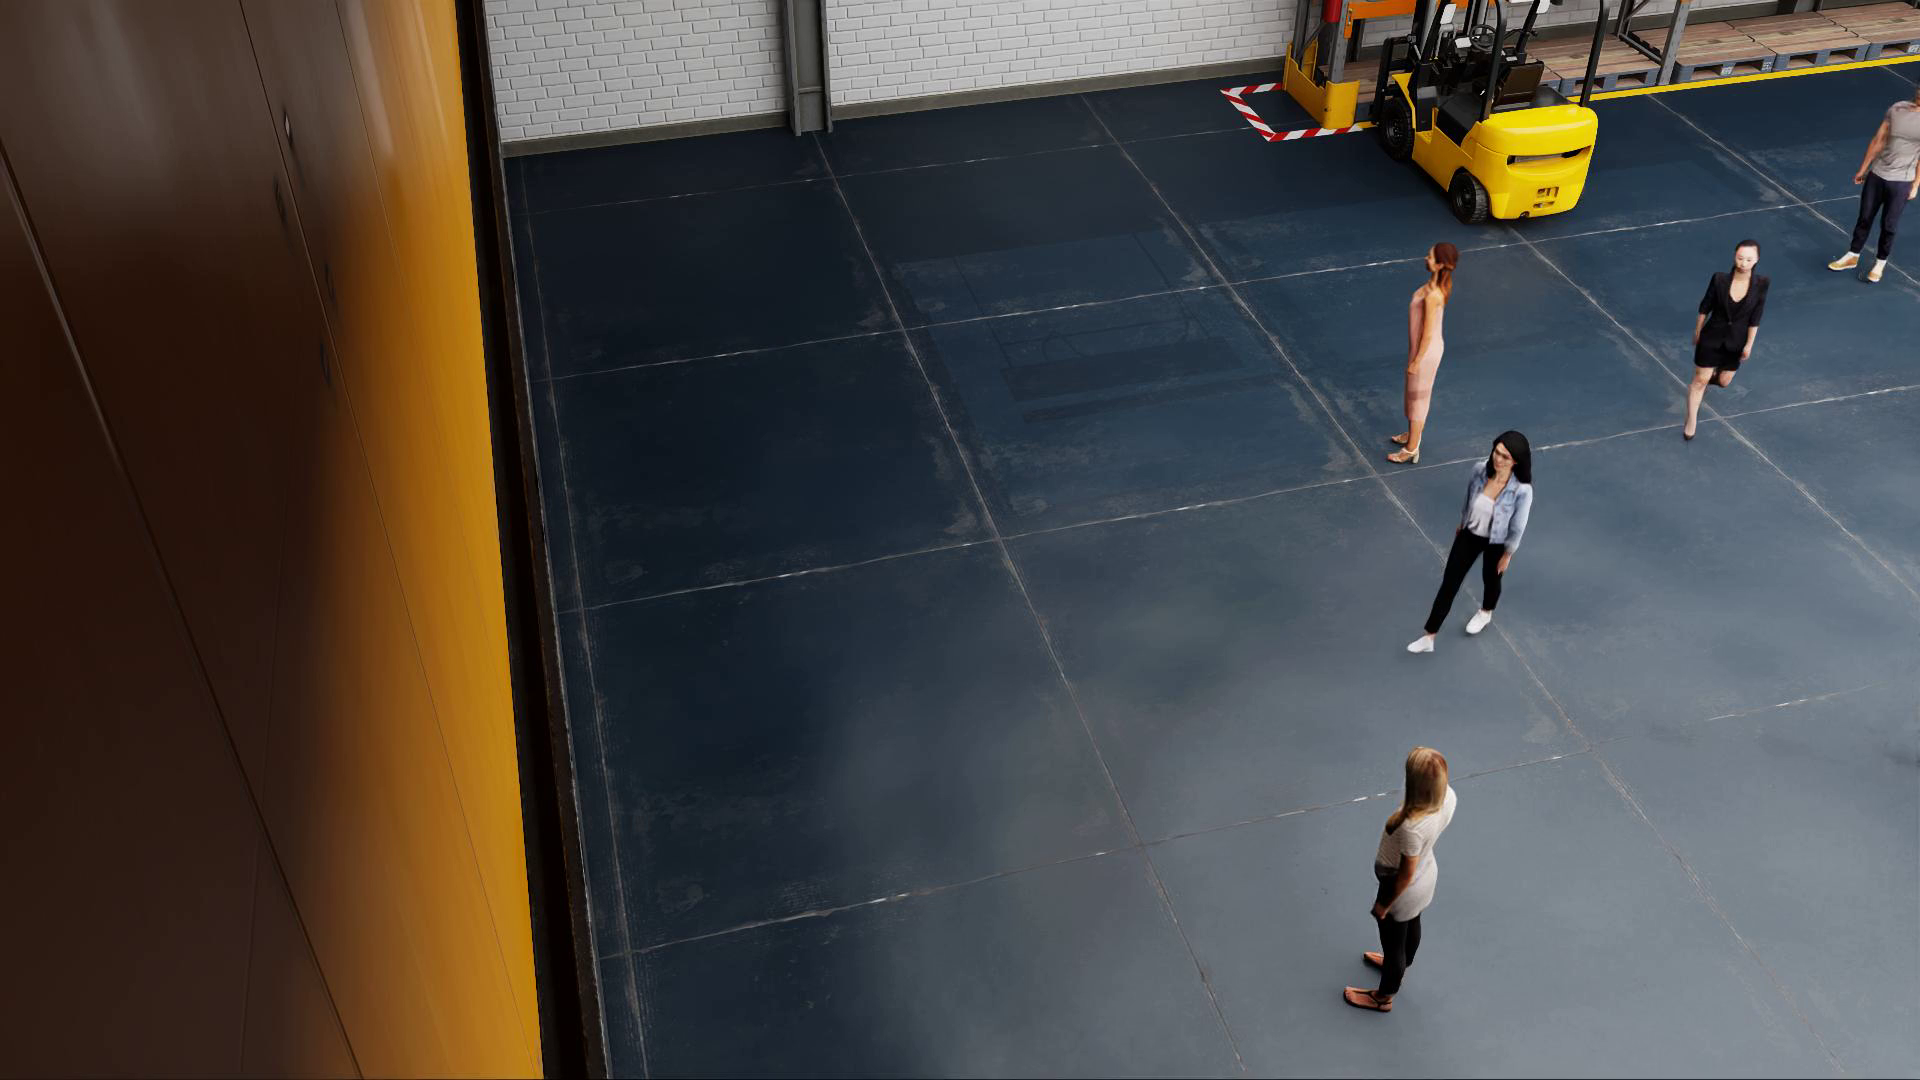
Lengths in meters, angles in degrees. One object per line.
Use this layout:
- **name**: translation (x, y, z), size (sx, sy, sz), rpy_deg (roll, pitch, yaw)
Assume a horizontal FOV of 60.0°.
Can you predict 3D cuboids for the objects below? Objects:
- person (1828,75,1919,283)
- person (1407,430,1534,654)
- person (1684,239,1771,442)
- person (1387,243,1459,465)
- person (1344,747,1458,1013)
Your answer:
- **person**: translation (8.171, -3.206, 14.564), size (0.750, 1.898, 0.762), rpy_deg (-22, 44, -25)
- **person**: translation (3.452, -0.021, 10.753), size (1.133, 1.676, 0.952), rpy_deg (-31, 48, -33)
- **person**: translation (5.800, -1.549, 12.663), size (0.889, 1.680, 0.898), rpy_deg (12, 40, 14)
- **person**: translation (3.450, -1.381, 12.332), size (0.696, 1.831, 0.659), rpy_deg (15, 41, 18)
- **person**: translation (2.278, 1.733, 8.440), size (0.747, 1.822, 0.668), rpy_deg (24, 44, 27)
